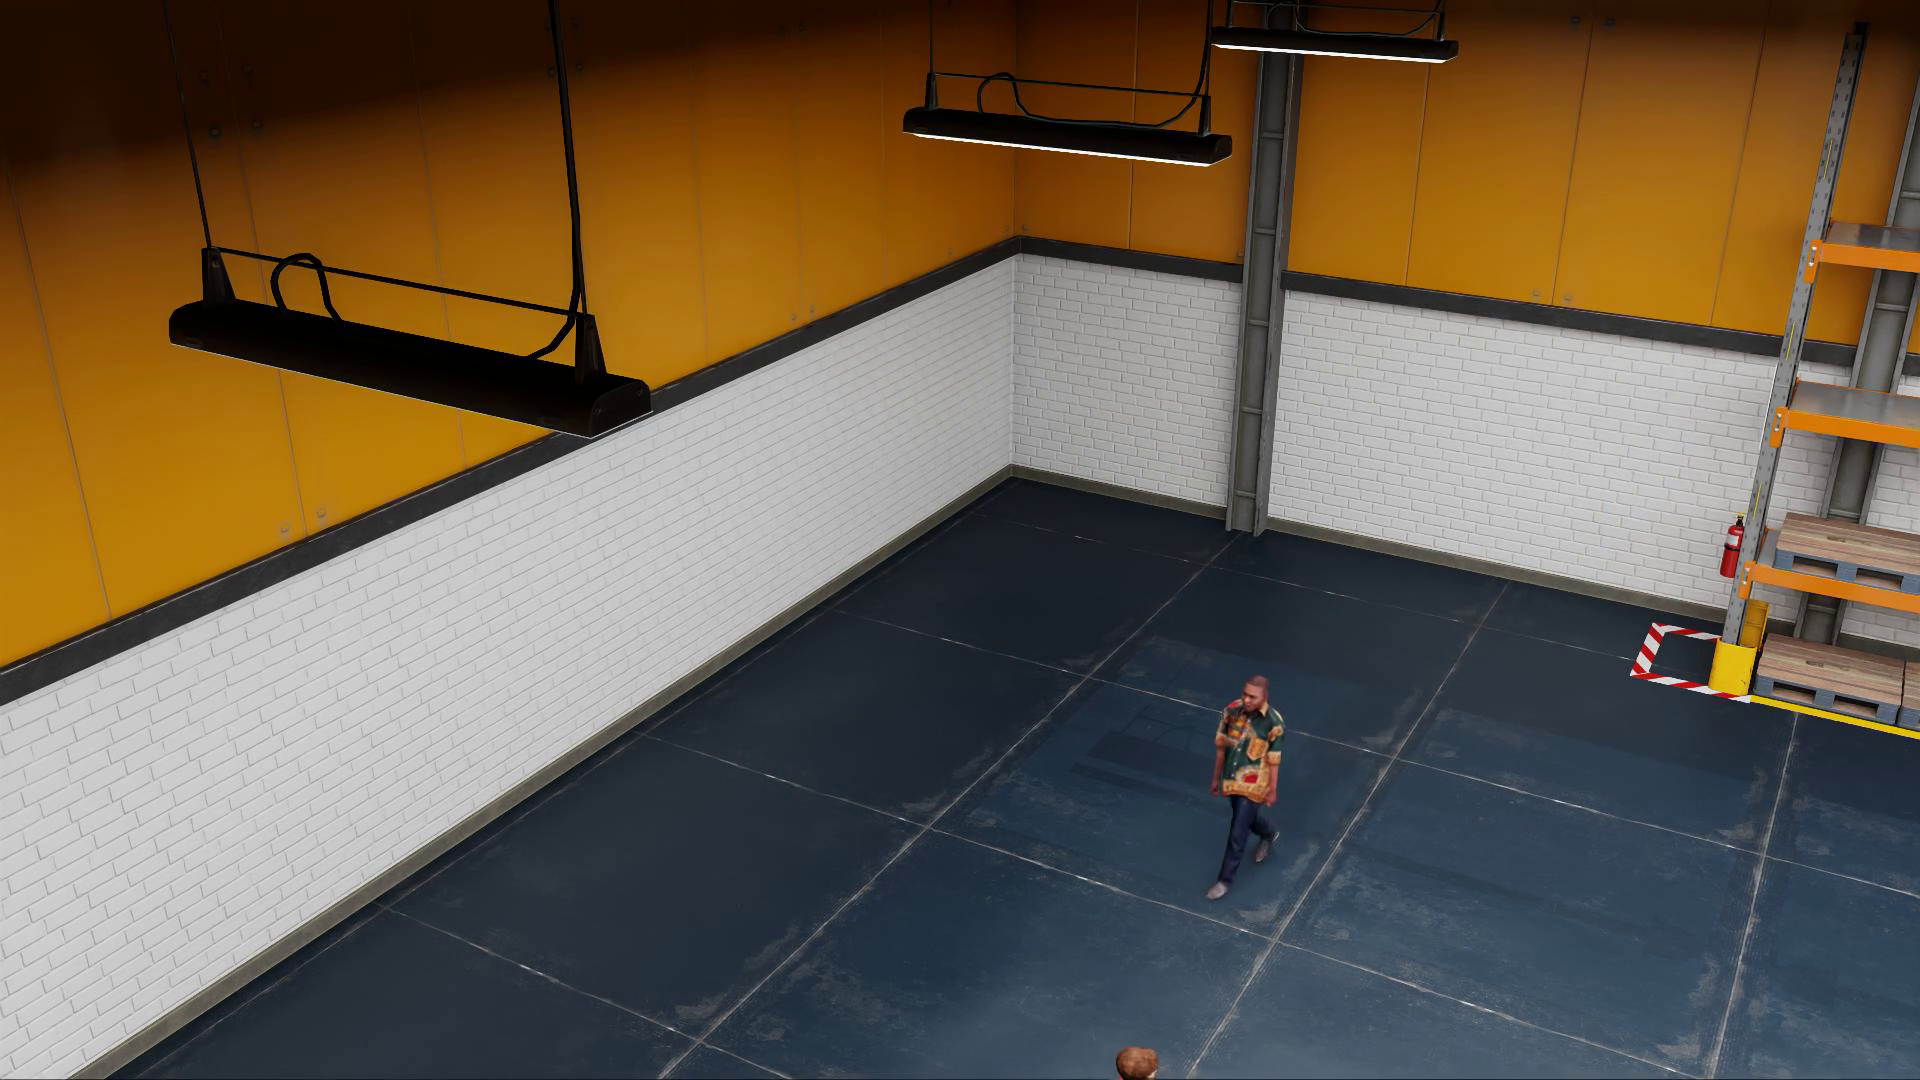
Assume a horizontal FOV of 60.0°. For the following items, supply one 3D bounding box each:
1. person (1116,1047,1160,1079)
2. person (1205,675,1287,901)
[{"bbox_3d":[0.906,3.454,9.392,0.734,1.411,0.674,-5,24,-10],"label":"person"},{"bbox_3d":[2.232,1.811,12.693,0.949,1.777,1.198,-22,32,-40],"label":"person"}]
